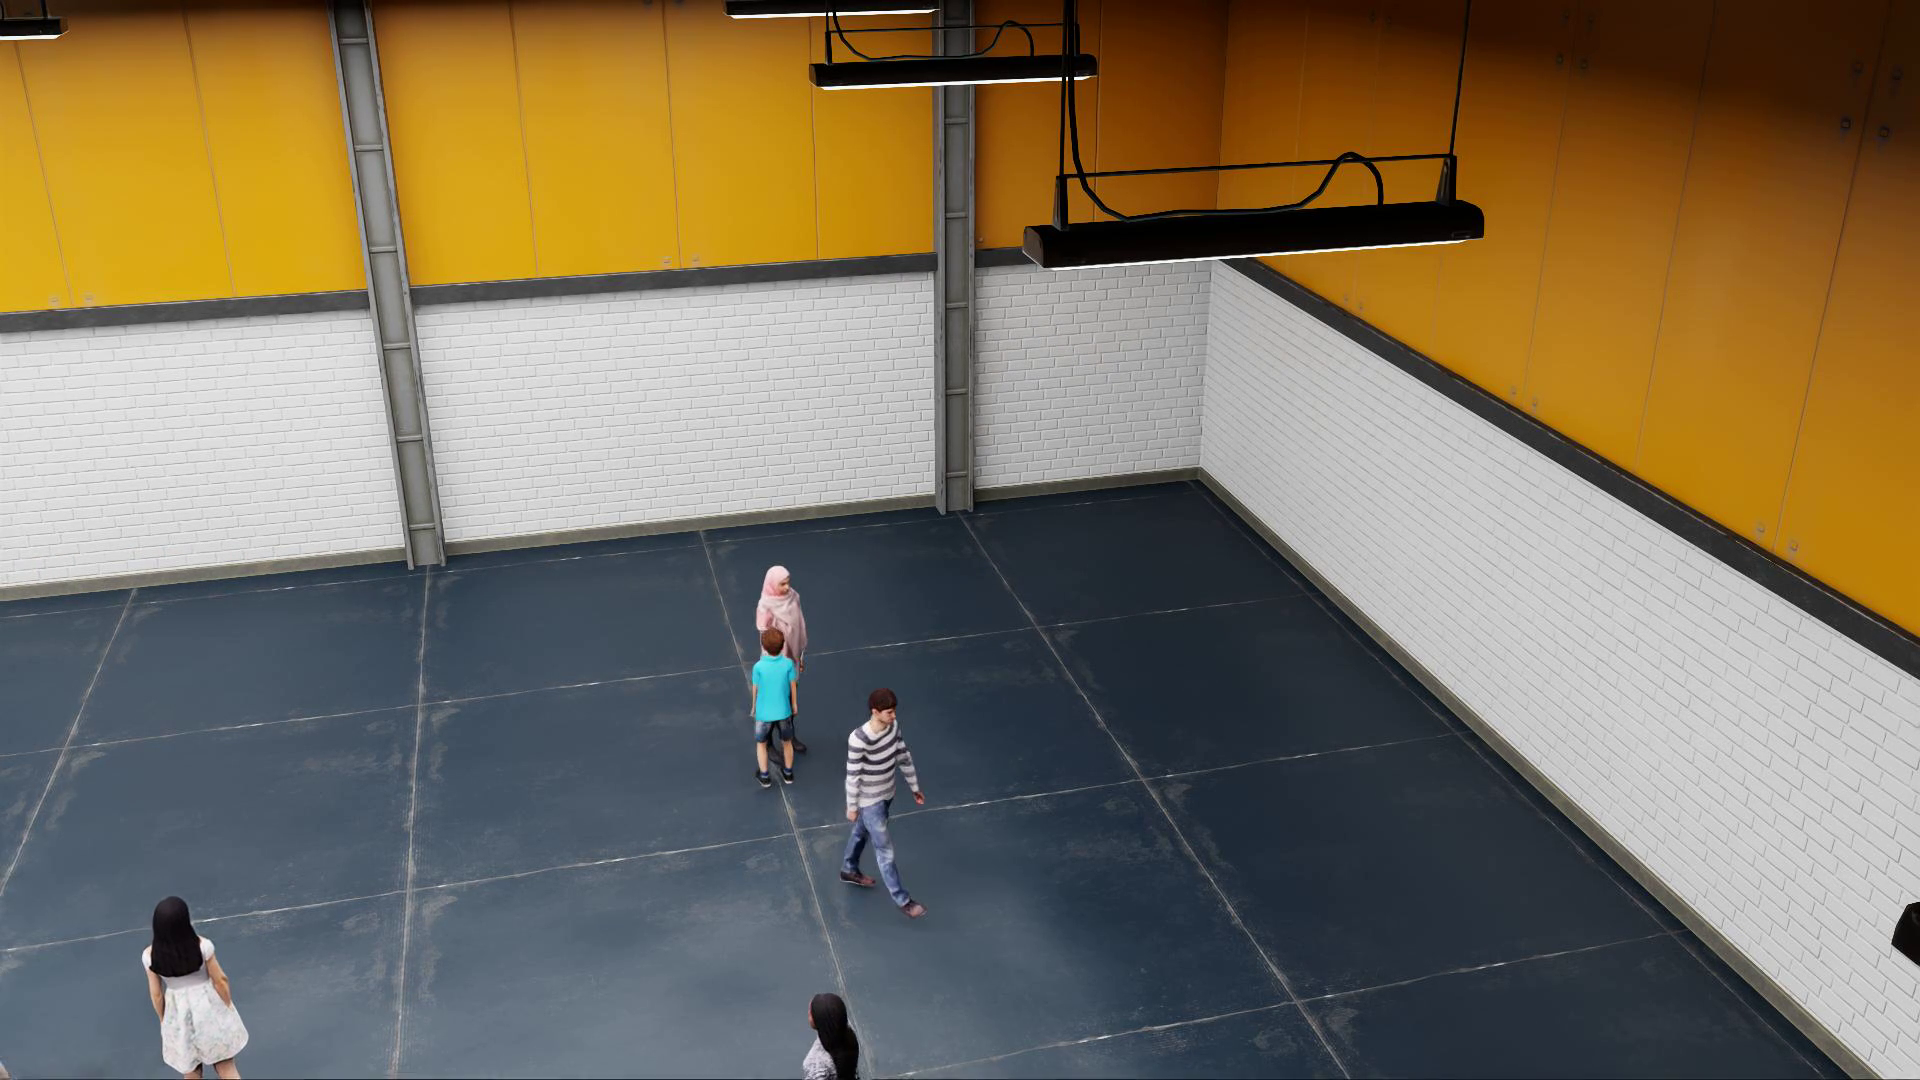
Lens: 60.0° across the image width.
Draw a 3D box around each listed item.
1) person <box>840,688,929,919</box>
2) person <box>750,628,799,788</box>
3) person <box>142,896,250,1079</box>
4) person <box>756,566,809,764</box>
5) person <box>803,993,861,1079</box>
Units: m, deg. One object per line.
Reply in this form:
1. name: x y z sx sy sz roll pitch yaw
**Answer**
1. person: -0.709 1.882 12.309 1.197 1.801 1.179 14 27 29
2. person: -1.562 1.405 13.840 0.491 1.451 0.630 -8 25 -19
3. person: -4.590 2.902 10.010 0.550 1.774 0.689 -6 24 -13
4. person: -1.547 1.048 14.219 0.782 1.800 0.692 19 30 36
5. person: -0.622 3.271 9.278 1.203 1.684 1.012 7 25 16
